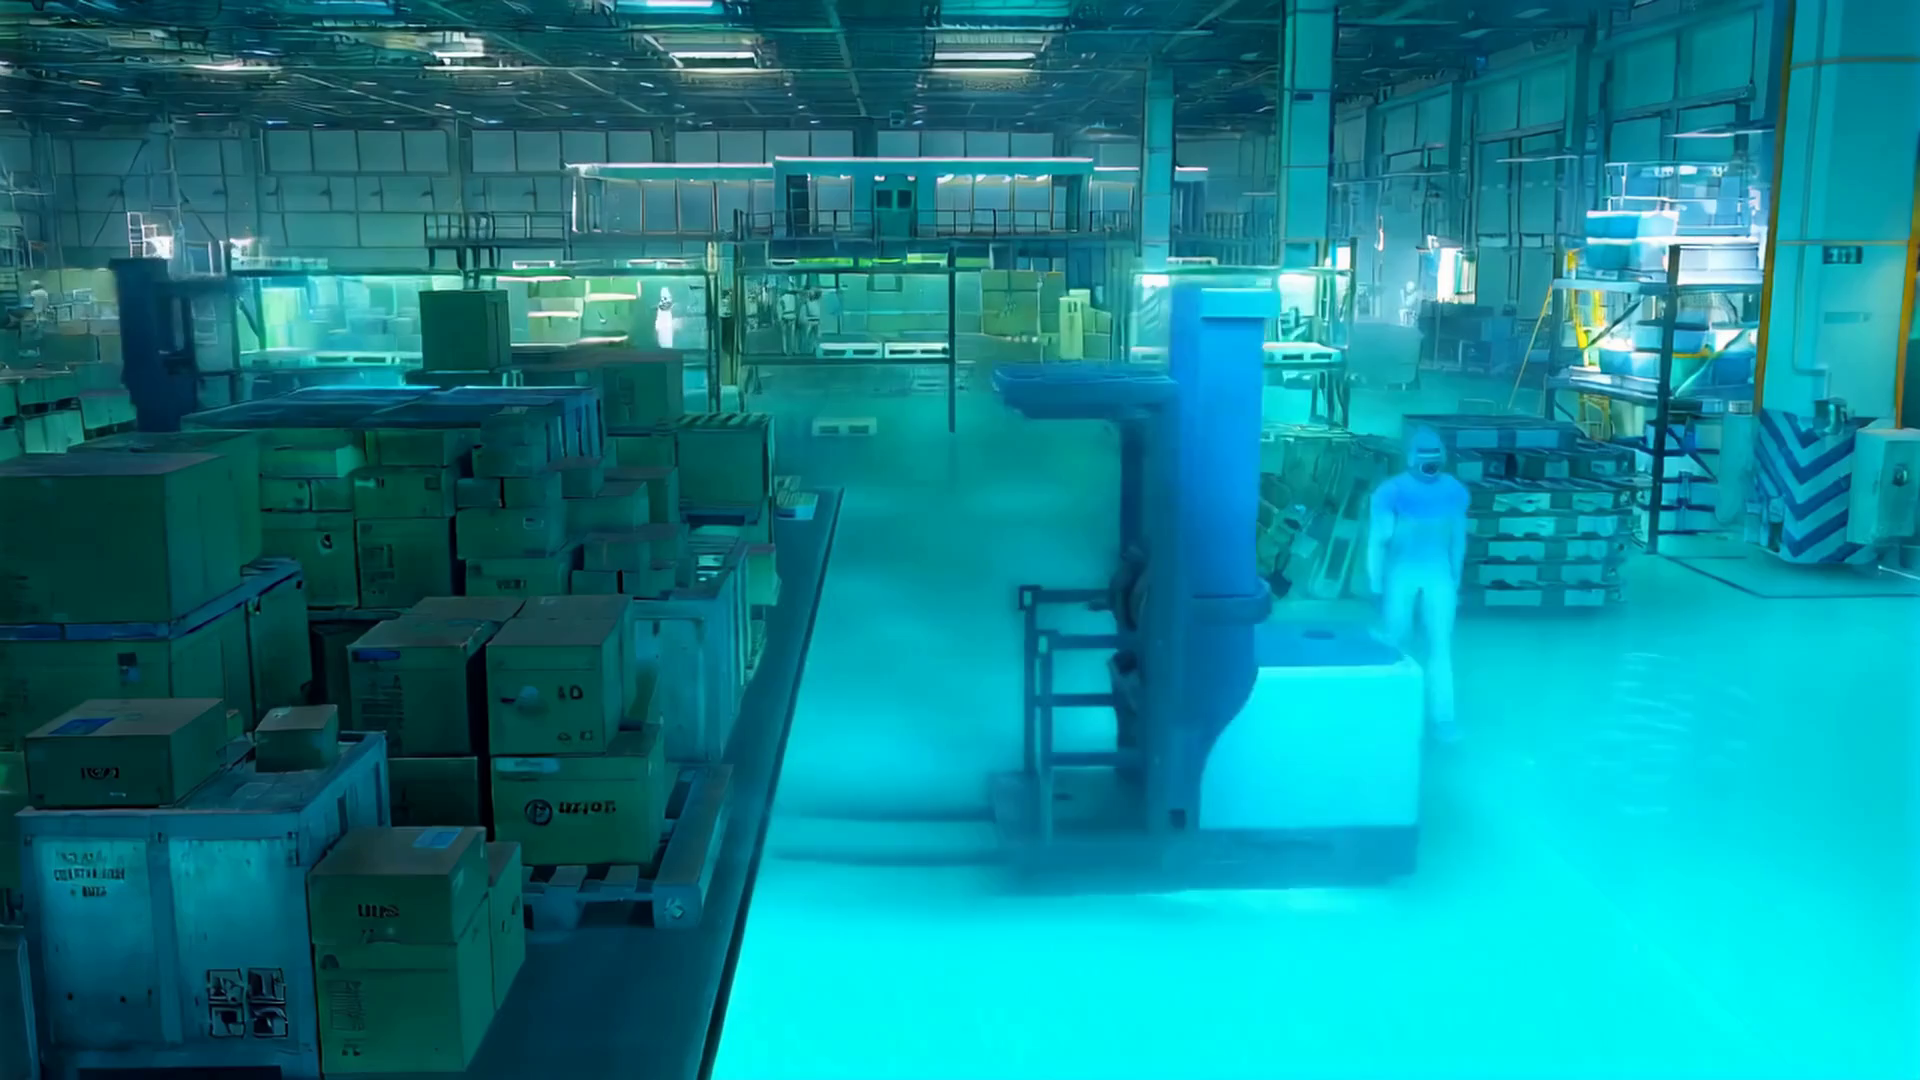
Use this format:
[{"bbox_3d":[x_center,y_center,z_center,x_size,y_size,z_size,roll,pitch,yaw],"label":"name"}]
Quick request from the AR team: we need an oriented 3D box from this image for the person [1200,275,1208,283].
[{"bbox_3d":[9.361,-9.424,64.507,0.343,1.803,0.751,-3,11,-15],"label":"person"}]

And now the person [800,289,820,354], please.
[{"bbox_3d":[-3.743,-5.409,42.047,0.630,1.826,0.946,-7,12,-34],"label":"person"}]

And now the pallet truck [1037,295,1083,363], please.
[{"bbox_3d":[2.483,-3.881,33.060,1.885,1.965,0.823,-7,13,-36],"label":"pallet truck"}]

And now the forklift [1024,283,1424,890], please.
[{"bbox_3d":[1.220,0.166,8.053,1.873,2.768,1.129,0,10,-2],"label":"forklift"}]

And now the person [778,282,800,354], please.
[{"bbox_3d":[-4.575,-5.881,44.351,0.611,1.946,0.395,-5,11,-26],"label":"person"}]

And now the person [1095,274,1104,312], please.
[{"bbox_3d":[4.902,-8.280,57.852,0.407,1.903,0.589,-6,12,-32],"label":"person"}]

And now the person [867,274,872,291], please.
[{"bbox_3d":[-3.346,-8.487,58.927,0.541,1.929,0.397,-3,11,-16],"label":"person"}]

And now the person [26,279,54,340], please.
[{"bbox_3d":[-28.691,-7.175,51.705,0.543,1.882,0.962,10,14,43],"label":"person"}]

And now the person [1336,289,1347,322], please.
[{"bbox_3d":[9.480,-5.327,41.486,0.310,1.865,0.538,-1,10,-5],"label":"person"}]

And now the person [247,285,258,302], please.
[{"bbox_3d":[-20.993,-6.744,49.629,0.617,1.786,0.959,1,10,6],"label":"person"}]

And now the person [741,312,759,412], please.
[{"bbox_3d":[-3.489,-2.867,27.787,0.331,1.866,0.513,2,10,10],"label":"person"}]

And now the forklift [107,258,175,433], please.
[{"bbox_3d":[-10.312,-2.180,21.124,1.873,2.768,1.129,0,10,-2],"label":"forklift"}]

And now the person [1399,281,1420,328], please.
[{"bbox_3d":[14.122,-7.248,52.314,0.637,1.820,0.670,1,10,8],"label":"person"}]

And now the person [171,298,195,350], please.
[{"bbox_3d":[-18.593,-5.057,39.781,0.551,1.934,0.374,-1,10,-4],"label":"person"}]

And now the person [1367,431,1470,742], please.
[{"bbox_3d":[2.829,0.269,10.260,0.662,1.878,1.043,-1,10,-4],"label":"person"}]

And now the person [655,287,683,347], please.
[{"bbox_3d":[-6.626,-4.717,37.599,0.699,2.000,0.538,5,12,28],"label":"person"}]

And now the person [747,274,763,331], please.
[{"bbox_3d":[-6.935,-7.975,55.897,0.441,1.983,0.638,-3,11,-15],"label":"person"}]

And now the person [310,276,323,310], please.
[{"bbox_3d":[-25.009,-9.406,64.680,0.488,1.700,0.893,-1,10,-7],"label":"person"}]

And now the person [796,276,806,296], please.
[{"bbox_3d":[-5.403,-8.129,57.078,0.470,1.866,0.616,-2,10,-9],"label":"person"}]
